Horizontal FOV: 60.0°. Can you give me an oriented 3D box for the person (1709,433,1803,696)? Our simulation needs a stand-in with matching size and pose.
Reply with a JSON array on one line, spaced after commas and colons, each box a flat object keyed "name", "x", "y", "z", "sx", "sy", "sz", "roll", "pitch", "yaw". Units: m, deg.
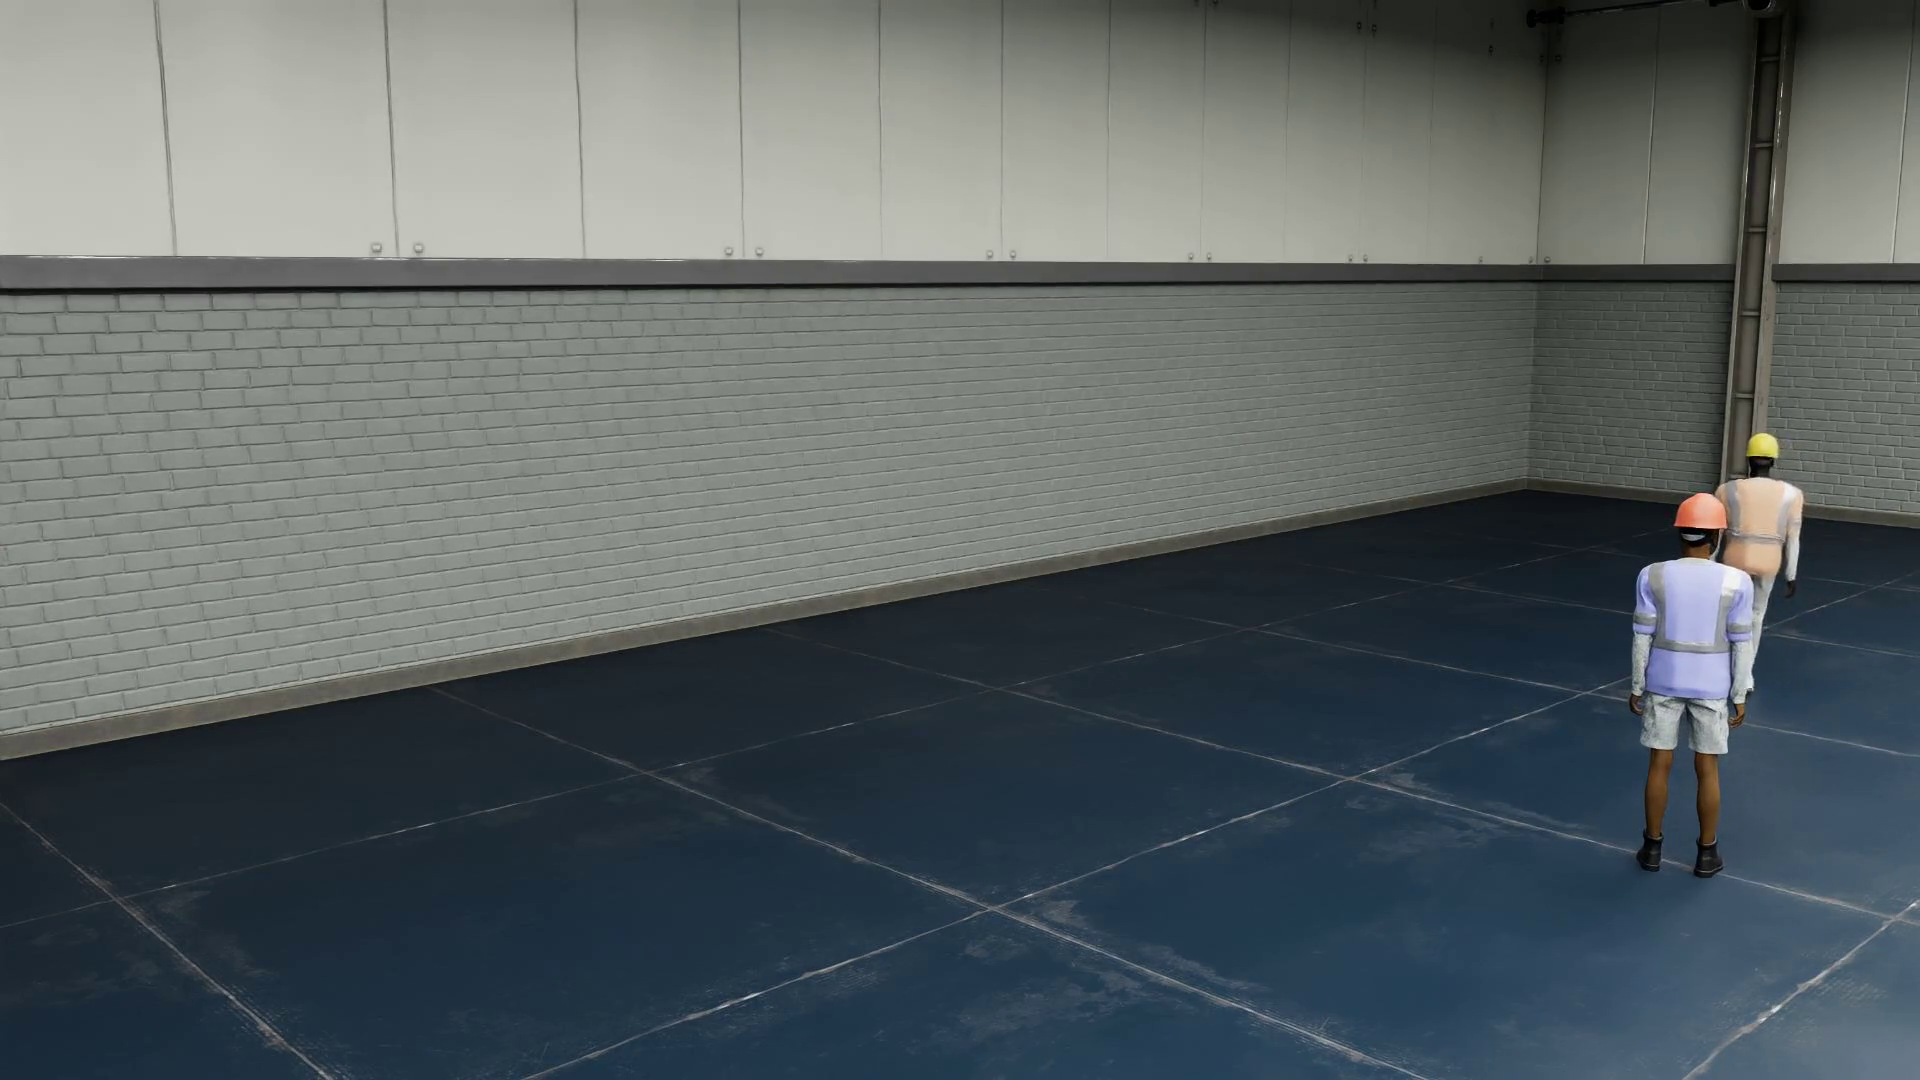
[{"name": "person", "x": 5.728, "y": 0.169, "z": 12.029, "sx": 0.598, "sy": 1.886, "sz": 0.966, "roll": 3, "pitch": 9, "yaw": 15}]

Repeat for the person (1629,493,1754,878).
[{"name": "person", "x": 3.670, "y": 0.728, "z": 8.379, "sx": 0.552, "sy": 1.933, "sz": 0.363, "roll": 4, "pitch": 10, "yaw": 25}]
